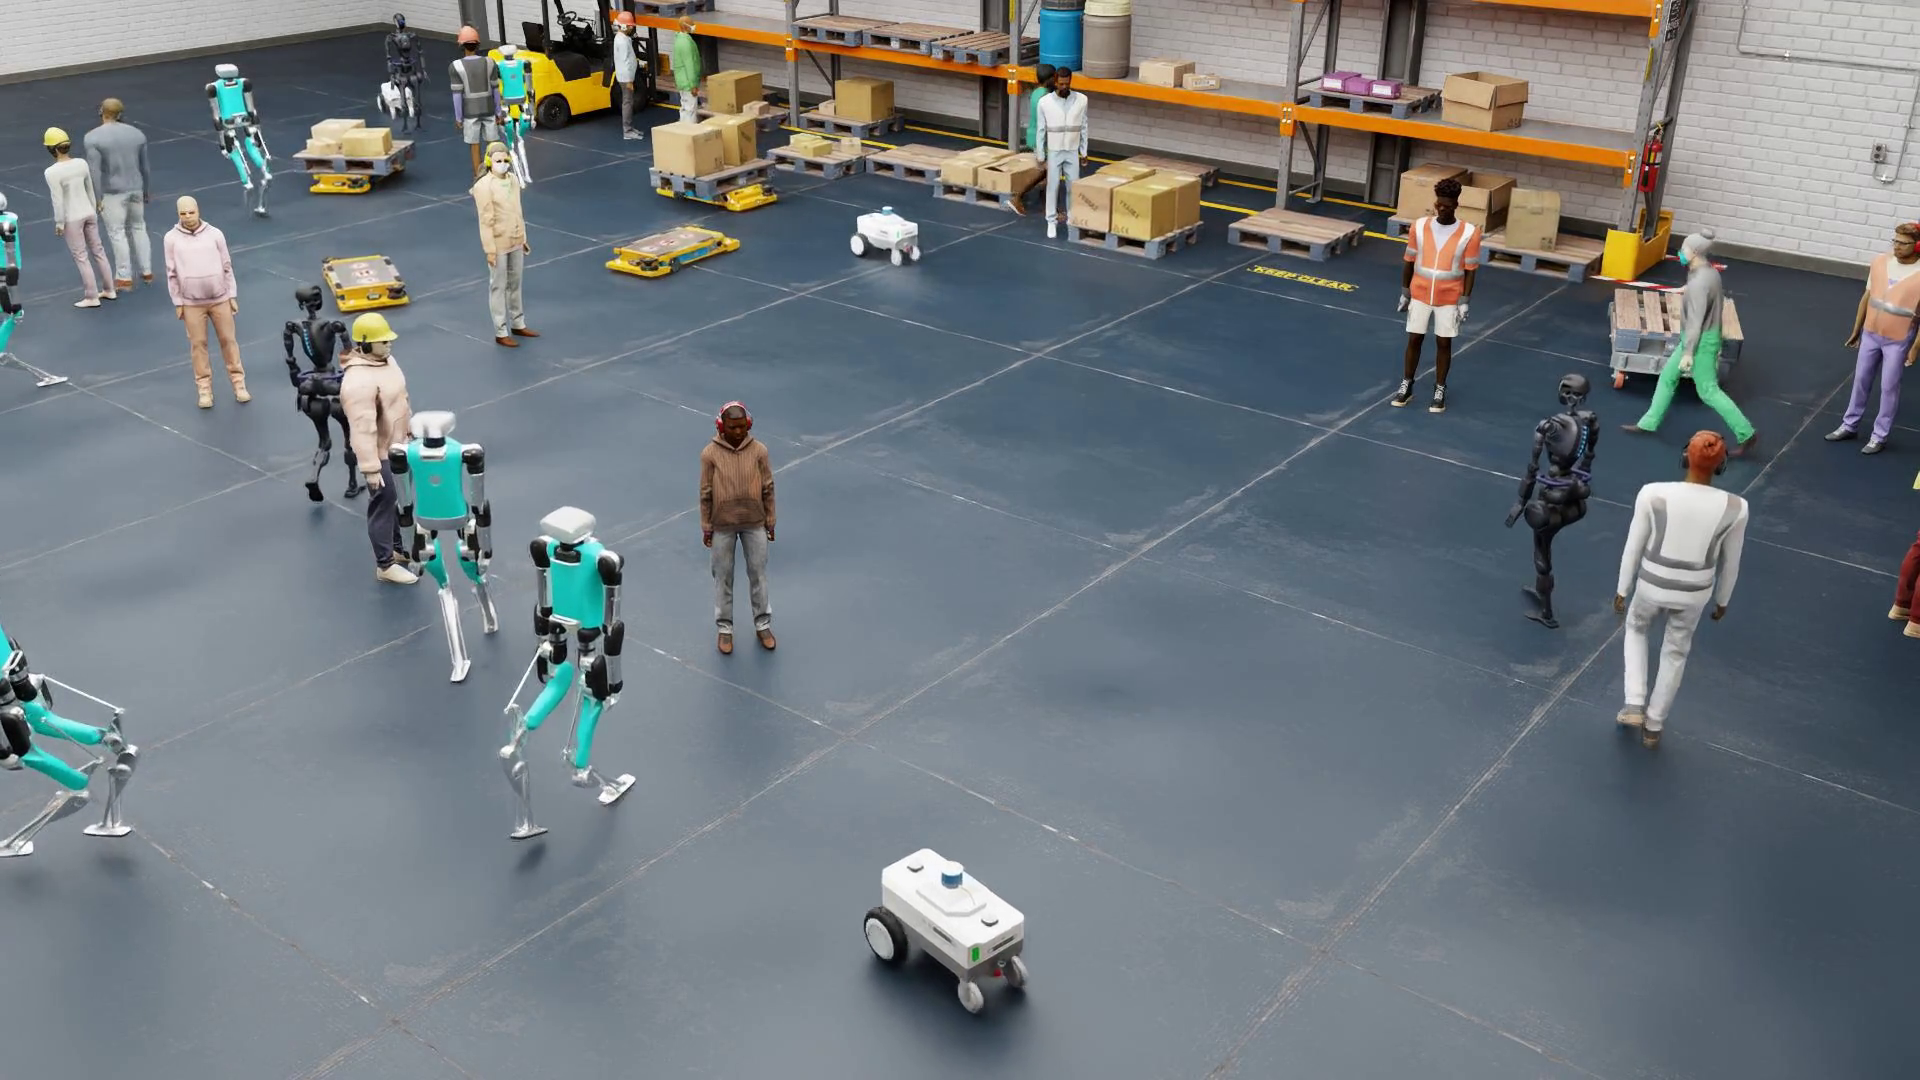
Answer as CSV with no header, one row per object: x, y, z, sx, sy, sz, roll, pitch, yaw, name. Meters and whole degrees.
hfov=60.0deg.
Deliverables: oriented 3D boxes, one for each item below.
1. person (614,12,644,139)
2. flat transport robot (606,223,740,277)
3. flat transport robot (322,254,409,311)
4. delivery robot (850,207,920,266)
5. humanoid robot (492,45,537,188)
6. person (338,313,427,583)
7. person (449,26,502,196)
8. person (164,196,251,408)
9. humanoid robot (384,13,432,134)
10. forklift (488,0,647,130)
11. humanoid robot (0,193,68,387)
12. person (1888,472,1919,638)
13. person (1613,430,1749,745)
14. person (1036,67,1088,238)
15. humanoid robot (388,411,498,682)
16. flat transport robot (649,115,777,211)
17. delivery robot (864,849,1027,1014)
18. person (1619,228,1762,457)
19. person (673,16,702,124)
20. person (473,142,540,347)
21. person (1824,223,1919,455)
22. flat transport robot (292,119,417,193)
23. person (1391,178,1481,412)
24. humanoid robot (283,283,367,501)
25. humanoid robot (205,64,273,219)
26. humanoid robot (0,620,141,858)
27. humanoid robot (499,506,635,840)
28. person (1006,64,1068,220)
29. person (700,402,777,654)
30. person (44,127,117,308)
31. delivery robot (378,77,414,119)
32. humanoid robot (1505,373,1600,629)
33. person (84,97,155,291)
-4.669,-6.540,23.424,0.351,1.739,0.572,-6,26,-11,person
-3.114,-3.152,18.097,0.659,0.231,1.431,16,30,30,flat transport robot
-6.115,-2.652,17.062,0.659,0.231,1.431,-12,28,-23,flat transport robot
-0.806,-3.327,18.155,0.499,0.614,0.815,-23,34,-39,delivery robot
-5.637,-5.336,20.947,0.549,1.805,0.704,-12,28,-24,humanoid robot
-3.825,-0.611,11.015,0.434,1.859,0.788,1,26,2,person
-5.913,-5.236,20.379,0.606,2.043,0.374,-18,31,-33,person
-6.355,-2.016,14.003,0.522,1.784,0.401,-13,28,-24,person
-7.876,-6.661,23.741,0.602,1.656,0.322,-21,33,-36,humanoid robot
-5.874,-7.334,24.552,1.214,2.155,2.313,19,32,34,forklift
-8.321,-2.011,14.109,1.030,1.770,0.534,-18,31,-33,humanoid robot
6.134,-0.230,10.322,0.366,1.768,0.476,3,26,6,person
3.943,0.267,9.177,0.596,1.865,0.439,9,27,18,person
1.148,-4.371,18.745,0.601,1.906,0.414,-5,26,-11,person
-3.022,-0.024,10.000,0.556,1.830,0.889,-3,26,-6,humanoid robot
-3.011,-4.304,20.484,1.431,0.231,0.659,18,31,33,flat transport robot
-0.033,1.744,7.617,0.499,0.583,0.758,-21,33,-36,delivery robot
5.888,-1.561,13.075,1.007,1.783,0.531,14,29,27,person
-3.712,-6.255,22.785,0.383,1.784,0.541,-10,28,-20,person
-4.229,-2.750,15.423,0.401,1.876,0.555,12,28,24,person
7.282,-1.586,13.043,0.372,1.842,0.568,-14,29,-26,person
-7.701,-4.692,21.288,0.659,0.231,1.431,2,26,4,flat transport robot
3.956,-2.034,13.835,0.606,1.965,0.367,12,28,24,person
-4.648,-1.060,12.148,0.597,1.639,0.498,3,26,7,humanoid robot
-8.310,-4.600,19.431,0.701,1.816,0.531,22,33,38,humanoid robot
-4.440,0.866,8.063,0.940,1.732,0.574,-4,26,-9,humanoid robot
-2.059,0.777,8.338,0.530,1.778,1.019,12,28,24,humanoid robot
0.961,-4.626,19.372,0.802,1.809,0.514,-3,26,-5,person
-1.350,-0.088,10.170,0.462,1.648,0.327,-6,26,-12,person
-8.744,-3.182,16.439,0.320,1.767,0.532,7,27,15,person
-8.502,-6.687,25.114,0.499,0.614,0.814,-12,28,-24,delivery robot
3.749,-0.270,10.519,0.586,1.645,0.478,-13,29,-25,humanoid robot
-8.621,-3.535,17.034,0.383,1.888,0.825,14,29,27,person
